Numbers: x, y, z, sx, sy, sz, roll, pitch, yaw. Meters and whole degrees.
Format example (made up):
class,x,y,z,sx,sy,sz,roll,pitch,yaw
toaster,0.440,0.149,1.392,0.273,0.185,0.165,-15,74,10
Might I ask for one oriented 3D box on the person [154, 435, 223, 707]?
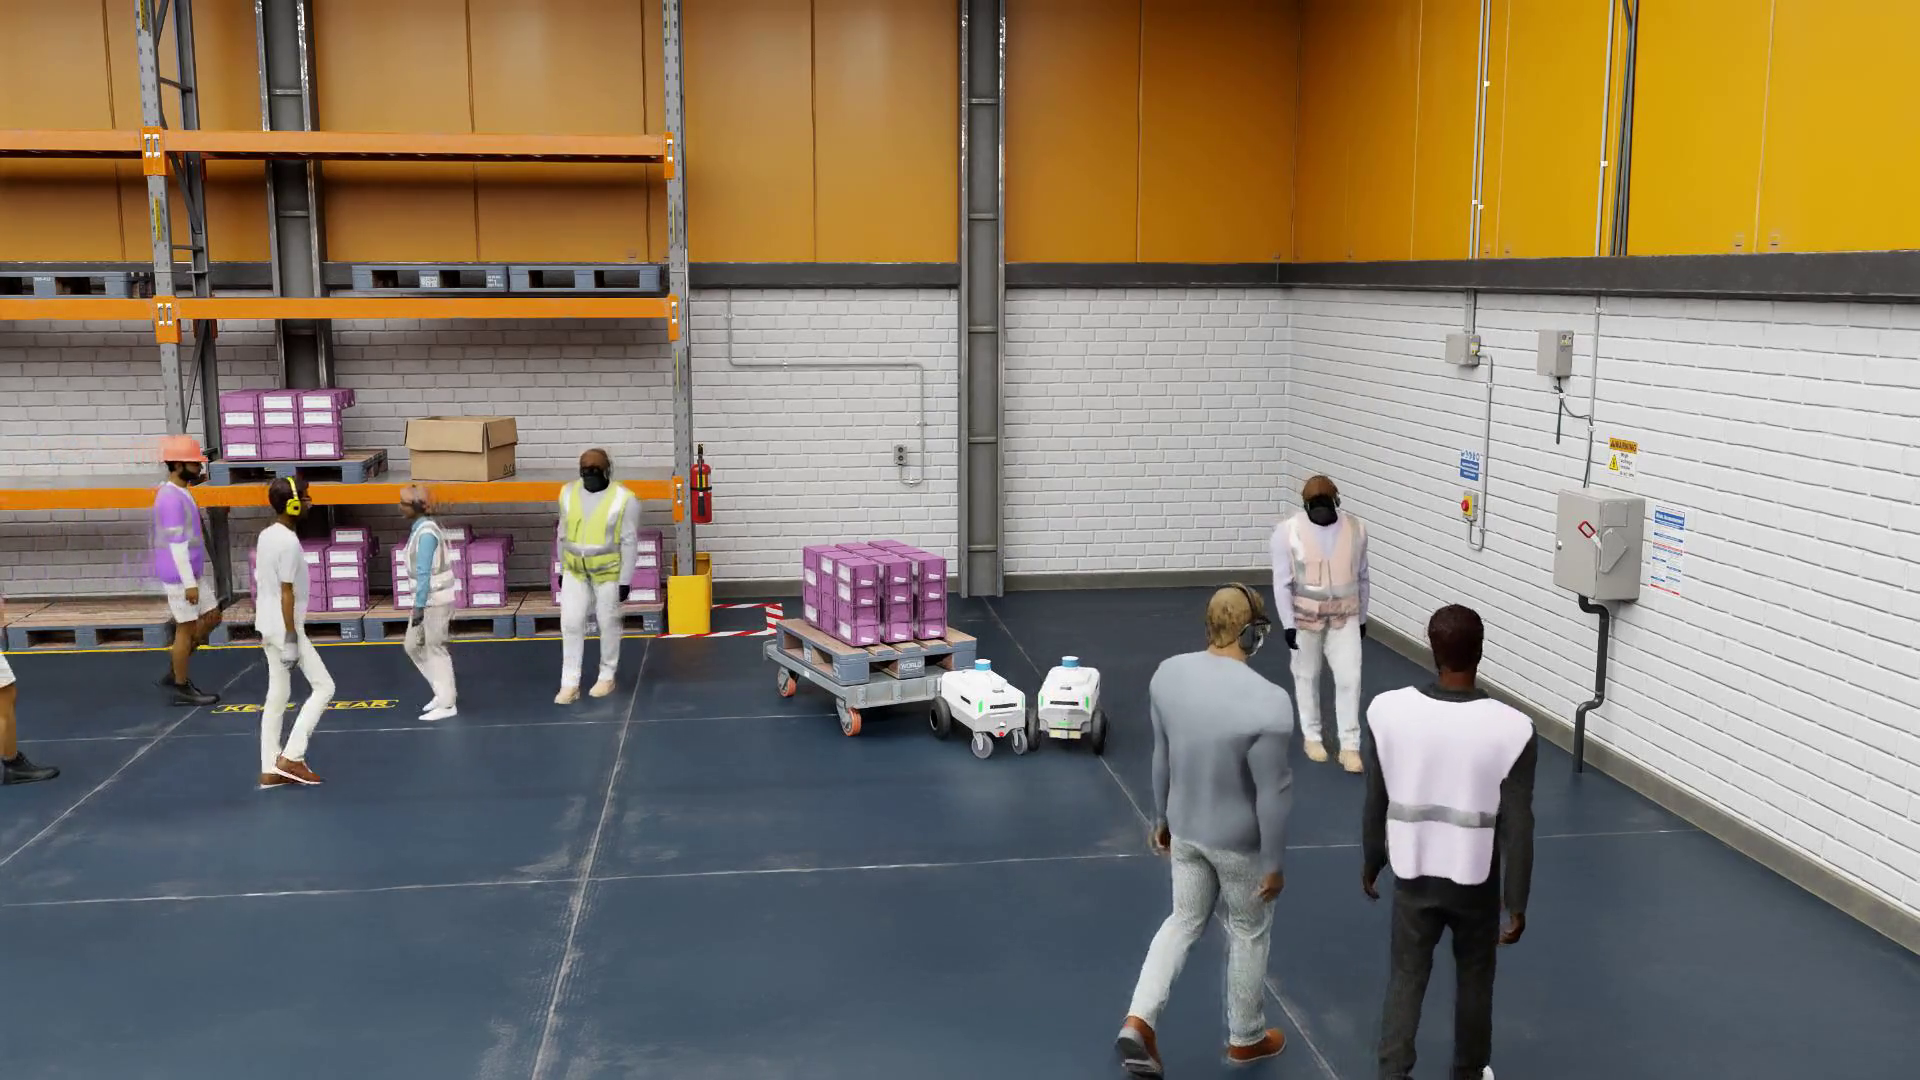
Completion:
class,x,y,z,sx,sy,sz,roll,pitch,yaw
person,-5.385,0.224,11.604,0.404,1.919,0.569,-3,9,-16

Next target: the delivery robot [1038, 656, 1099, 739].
class,x,y,z,sx,sy,sz,roll,pitch,yaw
delivery robot,0.708,0.995,10.743,0.477,0.478,0.707,2,9,9

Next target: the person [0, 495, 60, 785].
class,x,y,z,sx,sy,sz,roll,pitch,yaw
person,-5.850,0.542,9.699,0.836,1.909,0.547,-5,10,-30

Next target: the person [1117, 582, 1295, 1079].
class,x,y,z,sx,sy,sz,roll,pitch,yaw
person,0.936,1.099,6.163,0.649,1.911,0.793,9,13,44

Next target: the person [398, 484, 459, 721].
class,x,y,z,sx,sy,sz,roll,pitch,yaw
person,-3.604,0.425,11.271,0.357,1.622,0.551,-4,10,-25

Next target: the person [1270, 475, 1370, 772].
class,x,y,z,sx,sy,sz,roll,pitch,yaw
person,2.223,0.512,10.142,0.639,1.810,0.748,0,9,-2

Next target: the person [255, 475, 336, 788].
class,x,y,z,sx,sy,sz,roll,pitch,yaw
person,-3.967,0.548,9.795,0.529,1.853,0.465,9,13,44

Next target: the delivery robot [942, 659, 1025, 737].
class,x,y,z,sx,sy,sz,roll,pitch,yaw
delivery robot,0.146,1.009,10.653,0.477,0.478,0.707,-3,10,-21

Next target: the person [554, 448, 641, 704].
class,x,y,z,sx,sy,sz,roll,pitch,yaw
person,-2.590,0.263,11.698,0.640,1.808,0.763,2,9,10

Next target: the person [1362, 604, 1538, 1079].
class,x,y,z,sx,sy,sz,roll,pitch,yaw
person,1.691,1.170,5.834,0.614,1.886,0.806,4,10,26
